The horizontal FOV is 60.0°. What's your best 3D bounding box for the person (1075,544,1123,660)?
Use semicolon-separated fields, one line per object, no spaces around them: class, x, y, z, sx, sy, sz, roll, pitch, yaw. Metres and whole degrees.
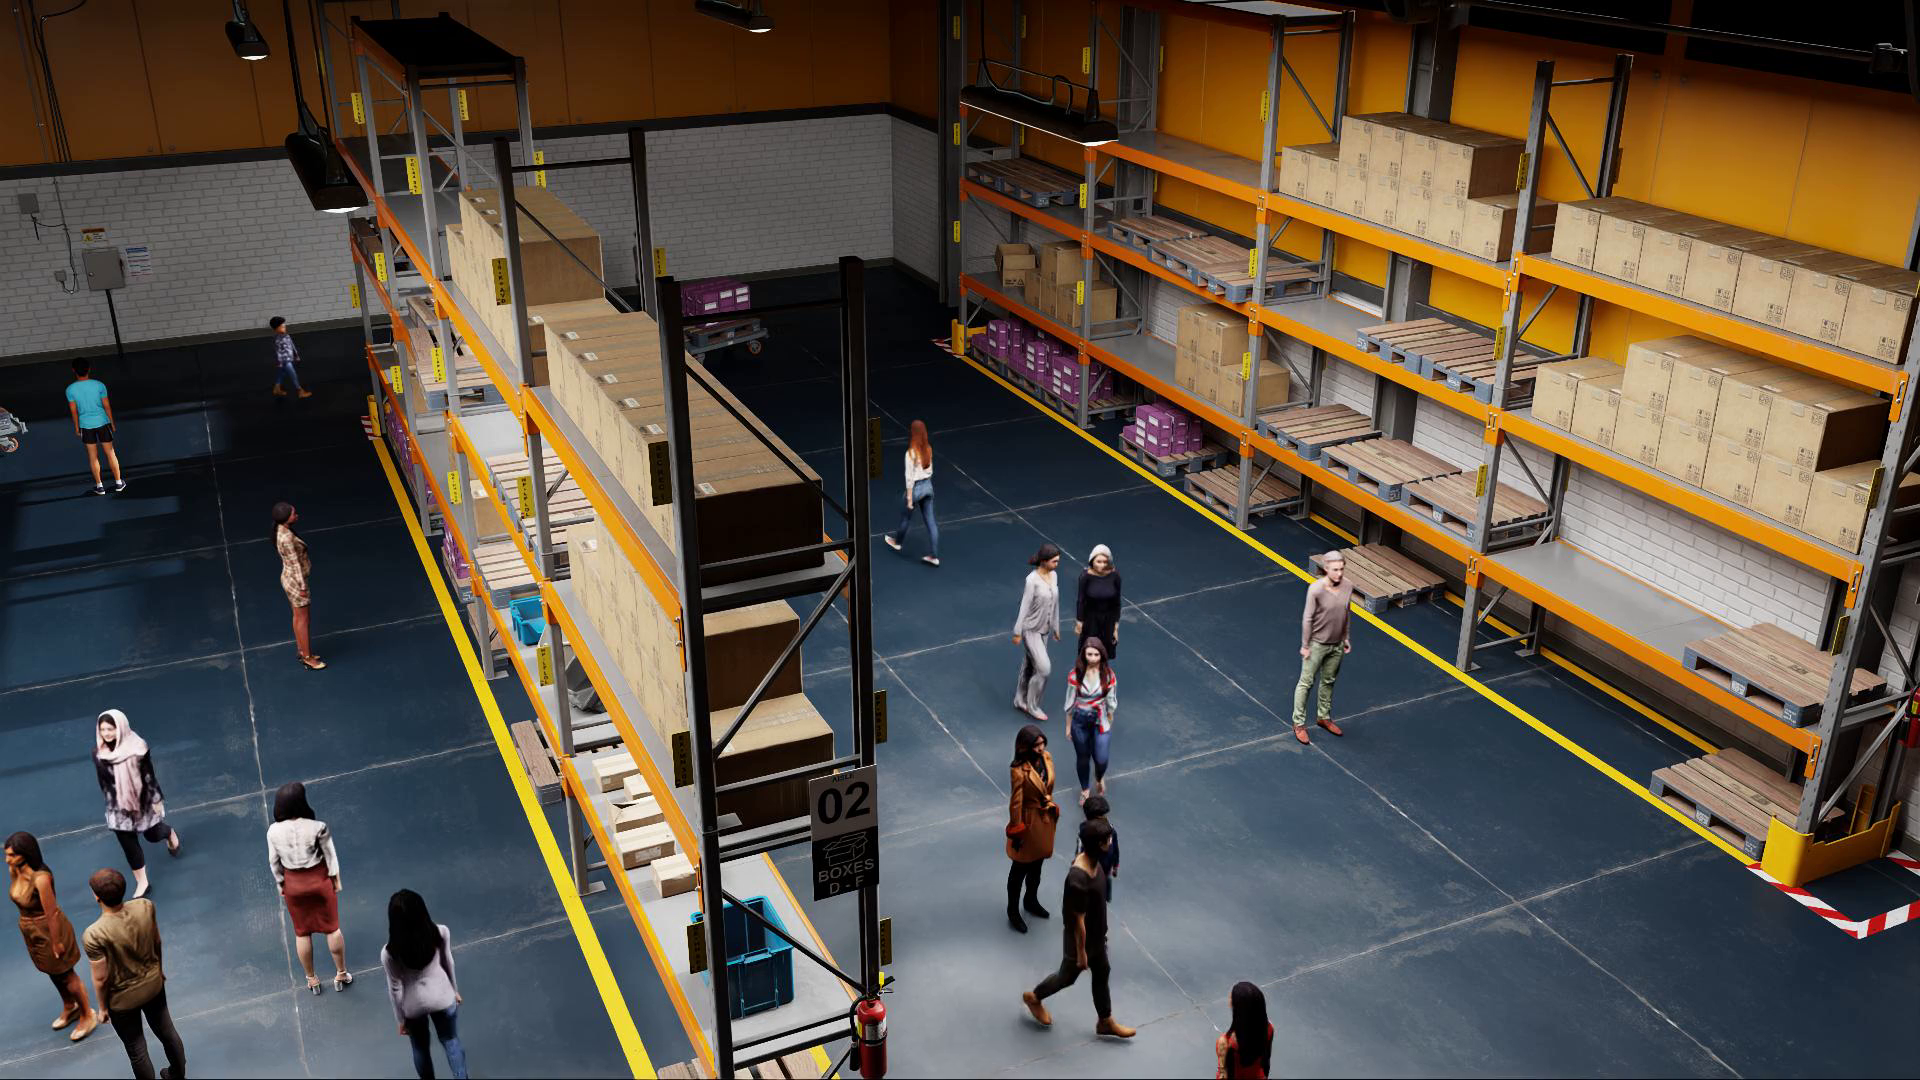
person;1.301;0.810;15.886;0.659;1.732;0.812;-4;24;-10

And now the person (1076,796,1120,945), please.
person;1.031;2.479;12.716;0.536;1.212;0.644;-11;26;-23

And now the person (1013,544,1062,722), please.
person;0.651;0.832;15.814;0.788;1.750;0.832;-21;31;-39

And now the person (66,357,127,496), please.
person;-10.919;-1.445;20.989;0.625;1.777;0.534;-13;27;-26

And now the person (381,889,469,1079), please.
person;-3.421;3.056;10.768;0.686;1.716;0.943;-15;28;-30

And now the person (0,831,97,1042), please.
person;-6.333;2.736;11.541;0.613;1.684;0.706;14;27;29

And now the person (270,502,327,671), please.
person;-6.633;0.455;16.620;0.657;1.795;0.510;-13;27;-28

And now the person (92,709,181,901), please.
person;-6.533;2.039;13.219;0.866;1.616;1.067;-1;24;-2

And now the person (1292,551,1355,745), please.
person;3.375;0.952;15.386;0.685;1.871;0.575;-9;25;-20

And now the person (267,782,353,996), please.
person;-4.684;2.509;11.975;0.641;1.751;0.588;-5;24;-10

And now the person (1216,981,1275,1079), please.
person;1.741;3.433;9.947;0.676;1.682;1.151;-12;26;-26

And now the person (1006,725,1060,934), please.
person;0.545;2.188;12.749;0.725;1.720;0.769;21;31;40

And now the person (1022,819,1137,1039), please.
person;0.776;2.718;11.591;1.169;1.676;1.095;10;25;21

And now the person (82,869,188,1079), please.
person;-5.395;2.937;10.871;0.785;1.852;0.749;11;26;24

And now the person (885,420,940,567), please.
person;-0.403;-0.506;18.944;0.775;1.695;1.114;-18;30;-36

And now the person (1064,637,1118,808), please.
person;1.124;1.534;14.389;0.727;1.604;0.771;3;24;7

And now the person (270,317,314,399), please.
person;-9.998;-2.681;24.510;0.814;1.220;0.873;2;24;5
